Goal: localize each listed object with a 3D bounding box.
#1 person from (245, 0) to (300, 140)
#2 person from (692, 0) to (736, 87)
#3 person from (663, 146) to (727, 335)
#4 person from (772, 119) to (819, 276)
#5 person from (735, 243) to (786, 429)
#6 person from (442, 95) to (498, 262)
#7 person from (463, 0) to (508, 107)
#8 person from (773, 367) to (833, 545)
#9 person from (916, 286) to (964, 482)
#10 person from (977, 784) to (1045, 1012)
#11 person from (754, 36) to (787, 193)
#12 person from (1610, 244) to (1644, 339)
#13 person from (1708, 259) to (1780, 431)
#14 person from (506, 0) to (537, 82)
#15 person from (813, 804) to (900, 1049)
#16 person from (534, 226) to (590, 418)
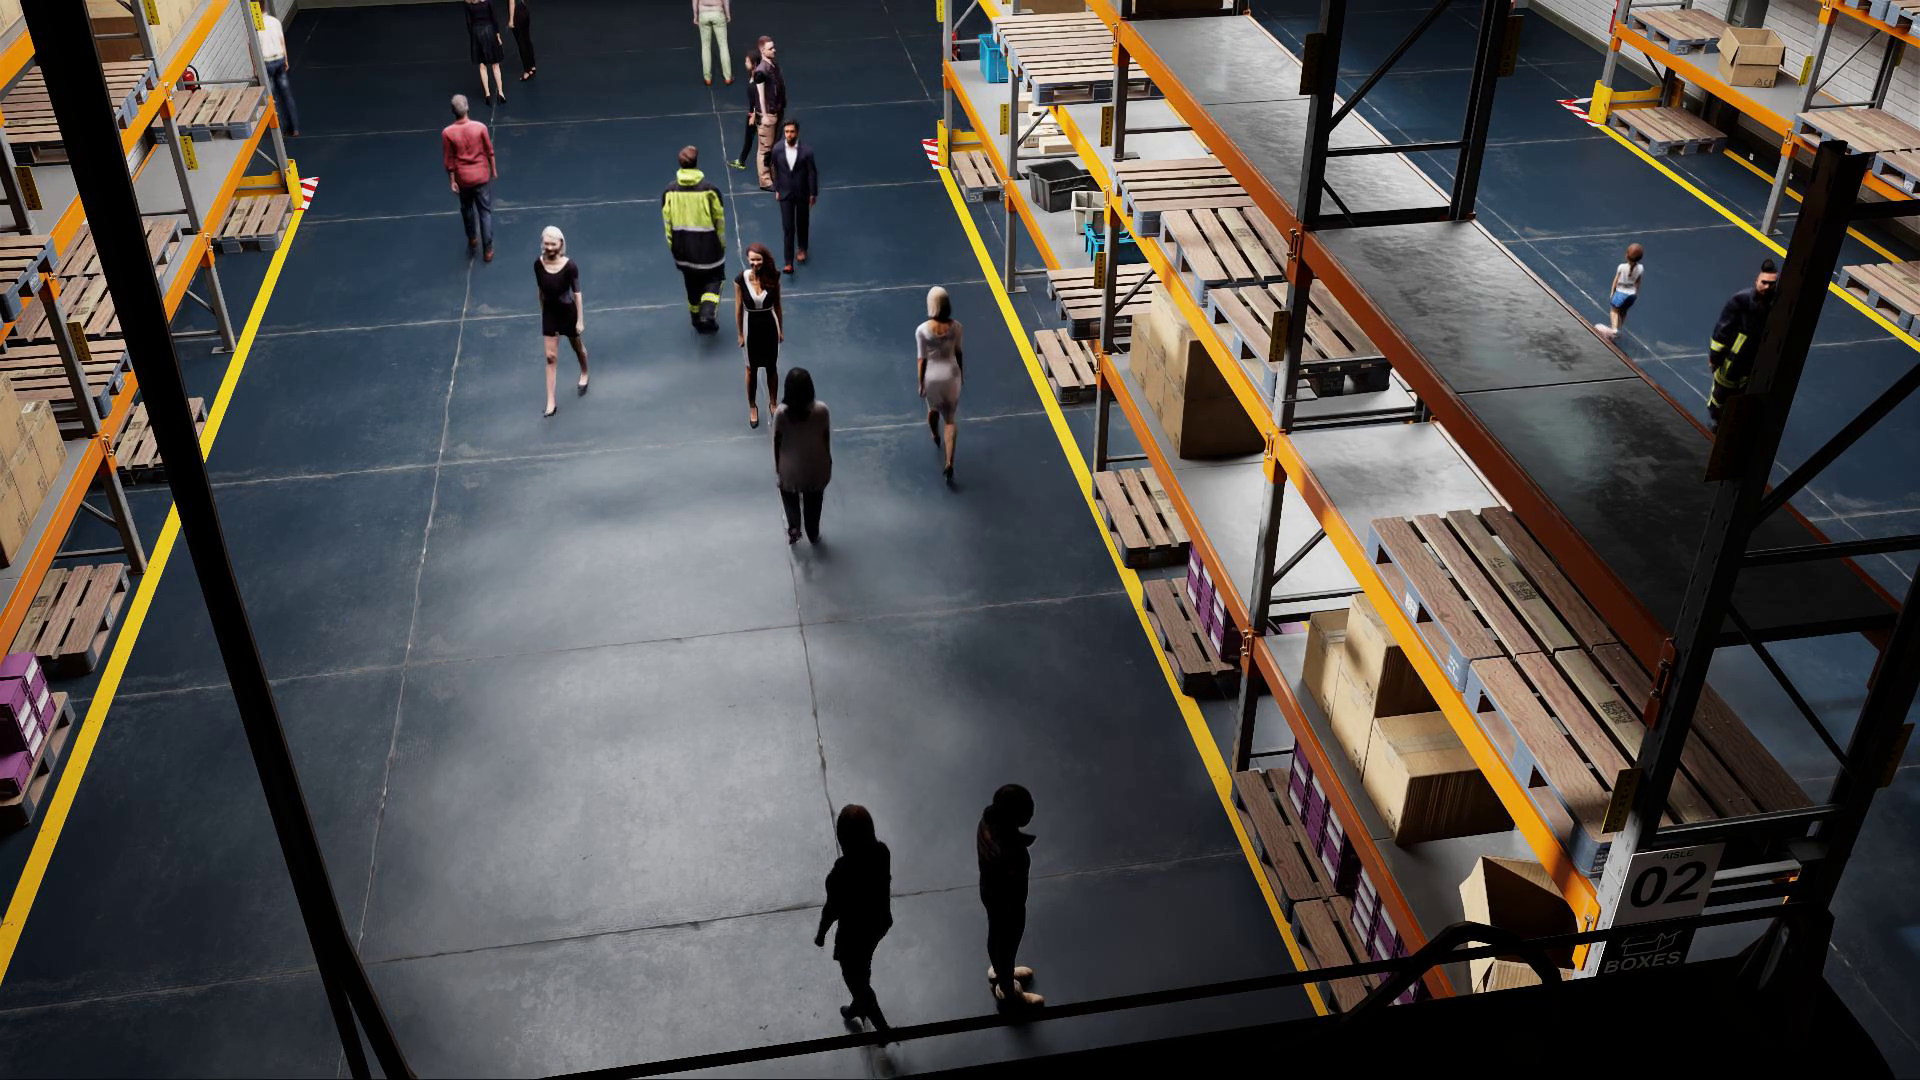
[{"bbox_3d":[-8.930,-6.154,21.598,0.804,1.854,0.763,25,41,32],"label":"person"},{"bbox_3d":[-3.495,-7.353,23.390,0.700,1.869,0.599,-2,34,-4],"label":"person"},{"bbox_3d":[-2.645,-2.950,16.672,0.871,1.972,0.902,2,34,3],"label":"person"},{"bbox_3d":[-1.775,-3.804,18.218,0.863,1.683,1.166,3,34,5],"label":"person"},{"bbox_3d":[-1.822,-1.881,15.223,0.574,1.795,0.483,-6,34,-10],"label":"person"},{"bbox_3d":[-5.367,-3.959,18.342,0.708,1.804,0.960,-6,34,-9],"label":"person"},{"bbox_3d":[-6.484,-6.812,22.686,0.599,1.746,0.555,-7,34,-10],"label":"person"},{"bbox_3d":[-1.265,-0.621,13.509,0.608,1.594,0.681,-6,34,-9],"label":"person"},{"bbox_3d":[-0.140,-1.331,14.478,0.619,1.705,1.106,-4,34,-6],"label":"person"},{"bbox_3d":[0.239,2.042,9.443,0.662,1.660,0.592,8,35,12],"label":"person"},{"bbox_3d":[-2.327,-5.198,20.172,0.830,1.841,0.686,8,35,12],"label":"person"},{"bbox_3d":[6.751,-2.496,16.855,0.488,1.013,0.573,2,34,3],"label":"person"},{"bbox_3d":[7.038,-1.689,14.908,1.146,1.825,1.307,13,36,18],"label":"person"},{"bbox_3d":[-6.249,-7.397,23.580,0.685,1.730,0.552,7,34,10],"label":"person"},{"bbox_3d":[-0.491,2.189,9.201,0.861,1.683,0.792,25,41,32],"label":"person"},{"bbox_3d":[-3.684,-2.103,15.576,0.836,1.775,1.240,4,34,5],"label":"person"}]
